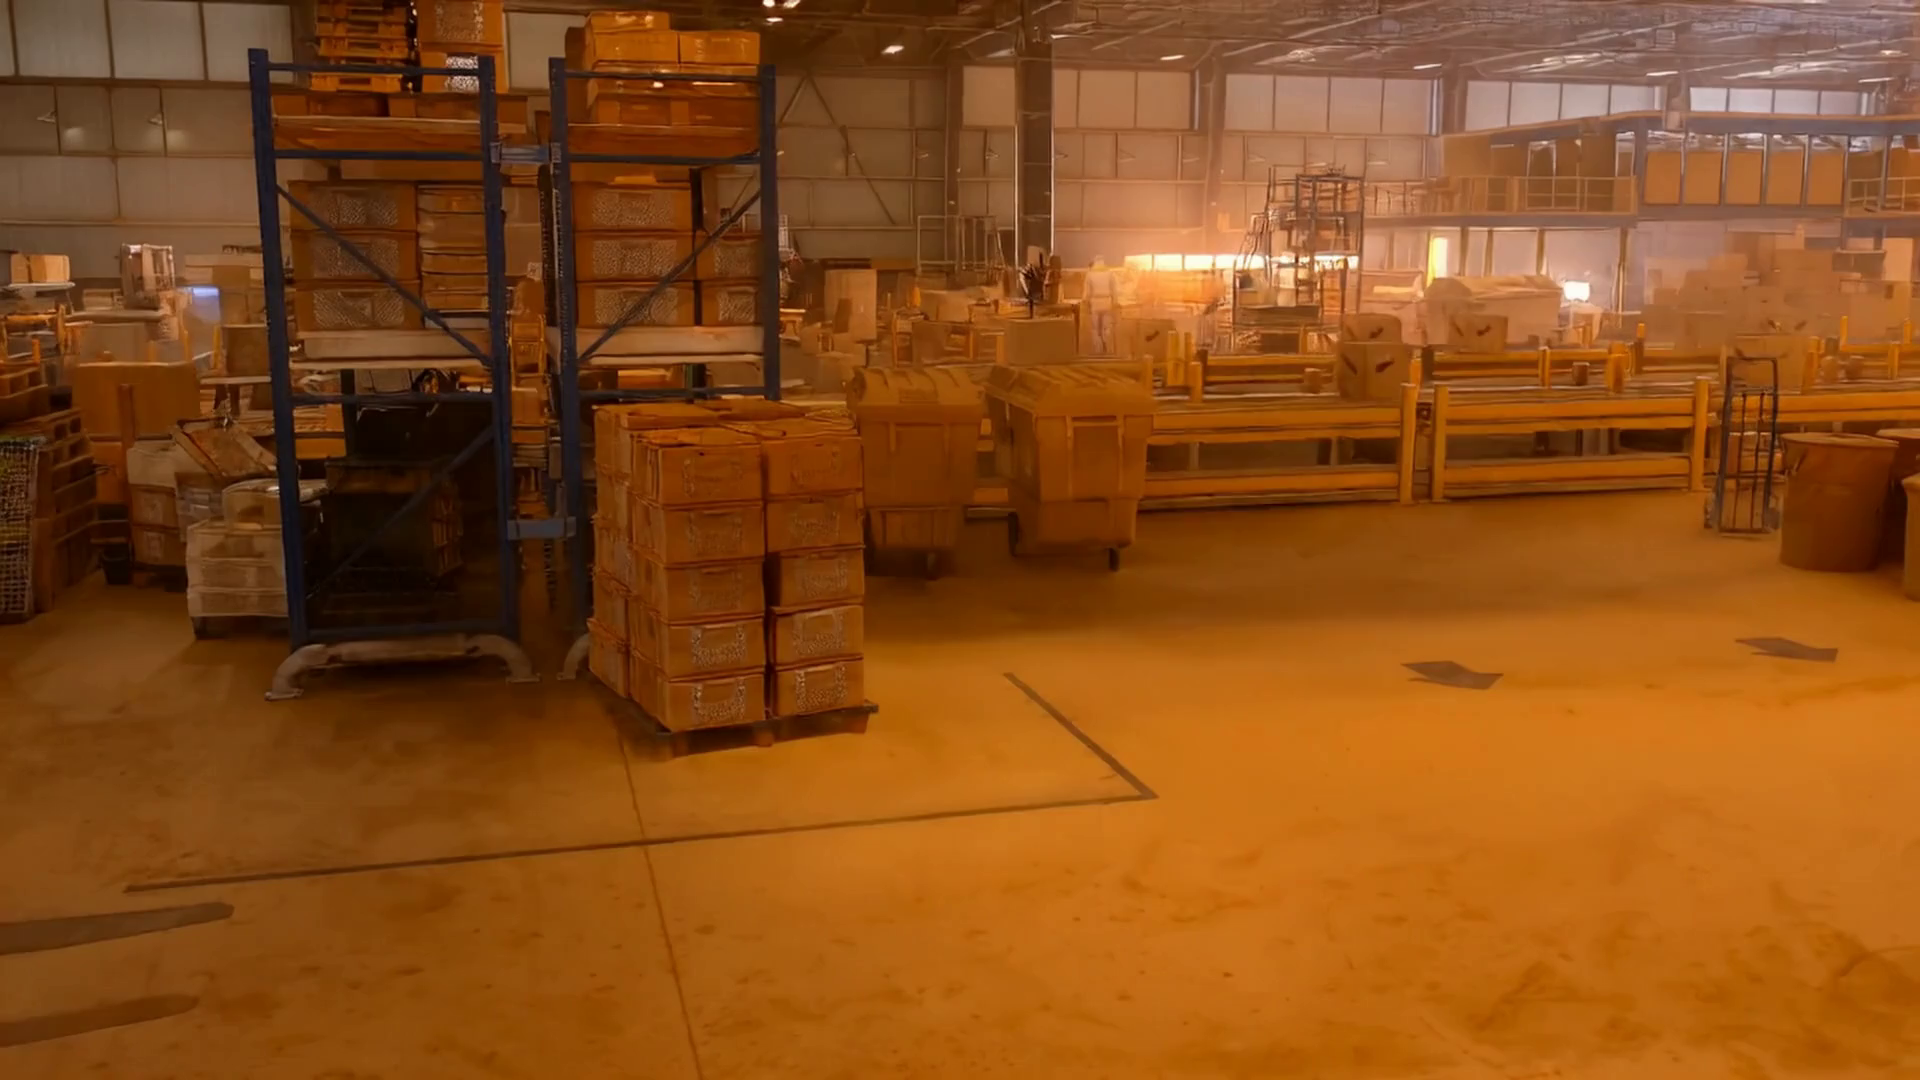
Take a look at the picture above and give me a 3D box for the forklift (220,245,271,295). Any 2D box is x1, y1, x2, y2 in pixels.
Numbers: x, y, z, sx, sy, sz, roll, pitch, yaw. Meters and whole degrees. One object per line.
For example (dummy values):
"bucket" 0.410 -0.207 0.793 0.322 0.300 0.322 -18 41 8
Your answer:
"forklift" -17.749 -6.334 41.440 1.157 1.987 2.680 -3 10 -17

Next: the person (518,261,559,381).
"person" -6.662 -3.456 26.295 0.666 1.903 0.401 1 10 4

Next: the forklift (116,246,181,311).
"forklift" -19.966 -6.232 40.894 1.157 1.987 2.680 -3 10 -15

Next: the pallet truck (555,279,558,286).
"pallet truck" -10.604 -6.375 44.520 0.653 1.274 1.630 -3 10 -15

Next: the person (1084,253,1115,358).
"person" 2.637 -4.377 31.217 0.618 2.015 0.907 -2 10 -10
